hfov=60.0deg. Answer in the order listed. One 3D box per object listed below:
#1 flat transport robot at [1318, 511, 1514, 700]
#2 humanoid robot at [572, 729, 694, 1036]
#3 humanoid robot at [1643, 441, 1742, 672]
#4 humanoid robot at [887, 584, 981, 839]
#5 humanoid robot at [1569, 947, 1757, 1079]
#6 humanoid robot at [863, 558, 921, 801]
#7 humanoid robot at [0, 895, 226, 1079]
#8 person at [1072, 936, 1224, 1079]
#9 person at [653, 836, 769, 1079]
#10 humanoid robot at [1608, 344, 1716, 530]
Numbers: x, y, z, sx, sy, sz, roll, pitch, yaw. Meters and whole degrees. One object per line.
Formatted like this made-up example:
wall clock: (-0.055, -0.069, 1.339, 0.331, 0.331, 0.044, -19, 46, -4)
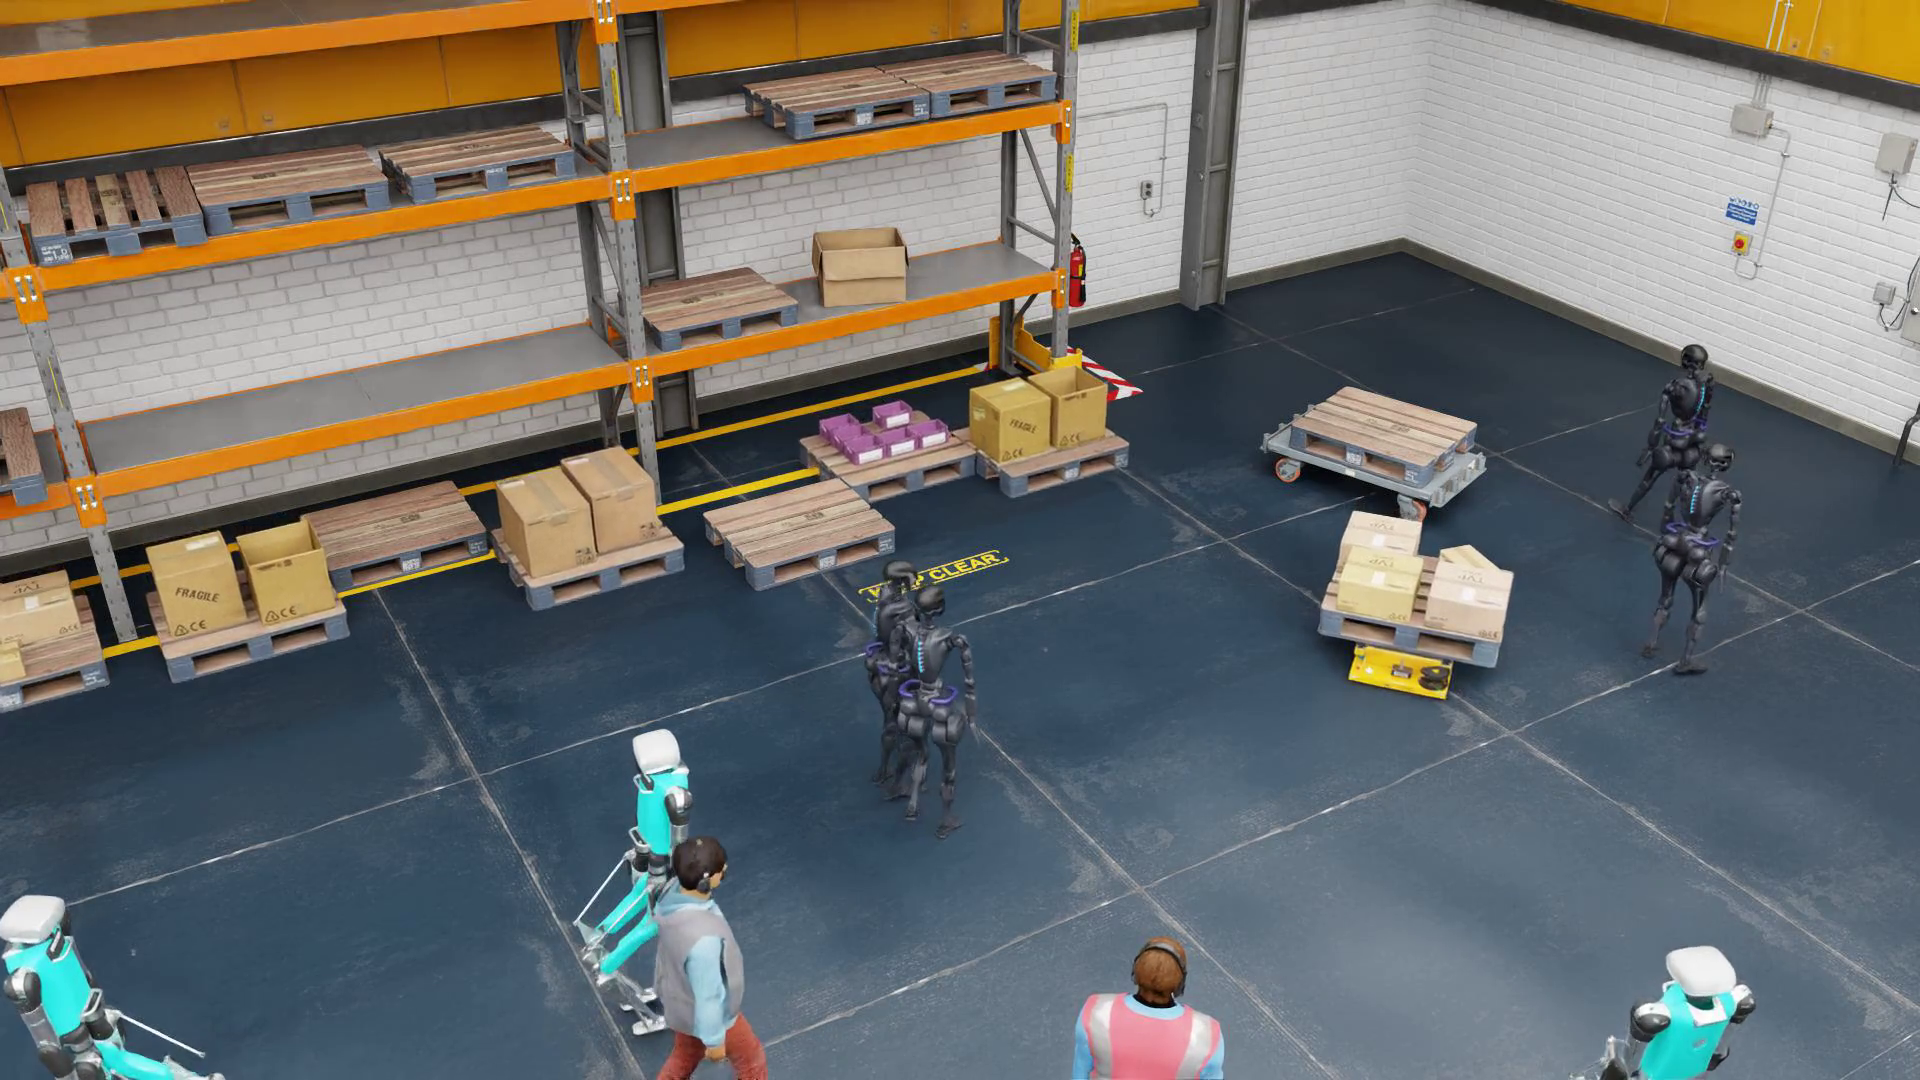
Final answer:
flat transport robot: (3.229, 0.634, 11.853, 0.659, 0.231, 1.431, 11, 31, 19)
humanoid robot: (-1.664, 1.755, 8.280, 0.748, 1.691, 0.530, -16, 33, -26)
humanoid robot: (5.002, 0.102, 11.376, 0.394, 1.639, 0.636, -18, 34, -29)
humanoid robot: (-0.160, 1.011, 9.756, 0.609, 1.648, 0.339, 12, 32, 20)
humanoid robot: (2.943, 2.350, 7.347, 0.534, 1.801, 0.802, -7, 30, -11)
humanoid robot: (-0.401, 0.833, 10.069, 0.327, 1.646, 0.600, -14, 32, -23)
humanoid robot: (-3.574, 2.291, 7.440, 0.950, 1.764, 0.548, -5, 30, -9)
person: (0.789, 2.430, 7.088, 0.634, 1.832, 0.429, 6, 30, 11)
person: (-1.159, 2.101, 7.660, 0.889, 1.838, 0.550, -13, 32, -21)
humanoid robot: (5.579, -0.778, 12.961, 0.586, 1.623, 0.775, -14, 32, -23)
